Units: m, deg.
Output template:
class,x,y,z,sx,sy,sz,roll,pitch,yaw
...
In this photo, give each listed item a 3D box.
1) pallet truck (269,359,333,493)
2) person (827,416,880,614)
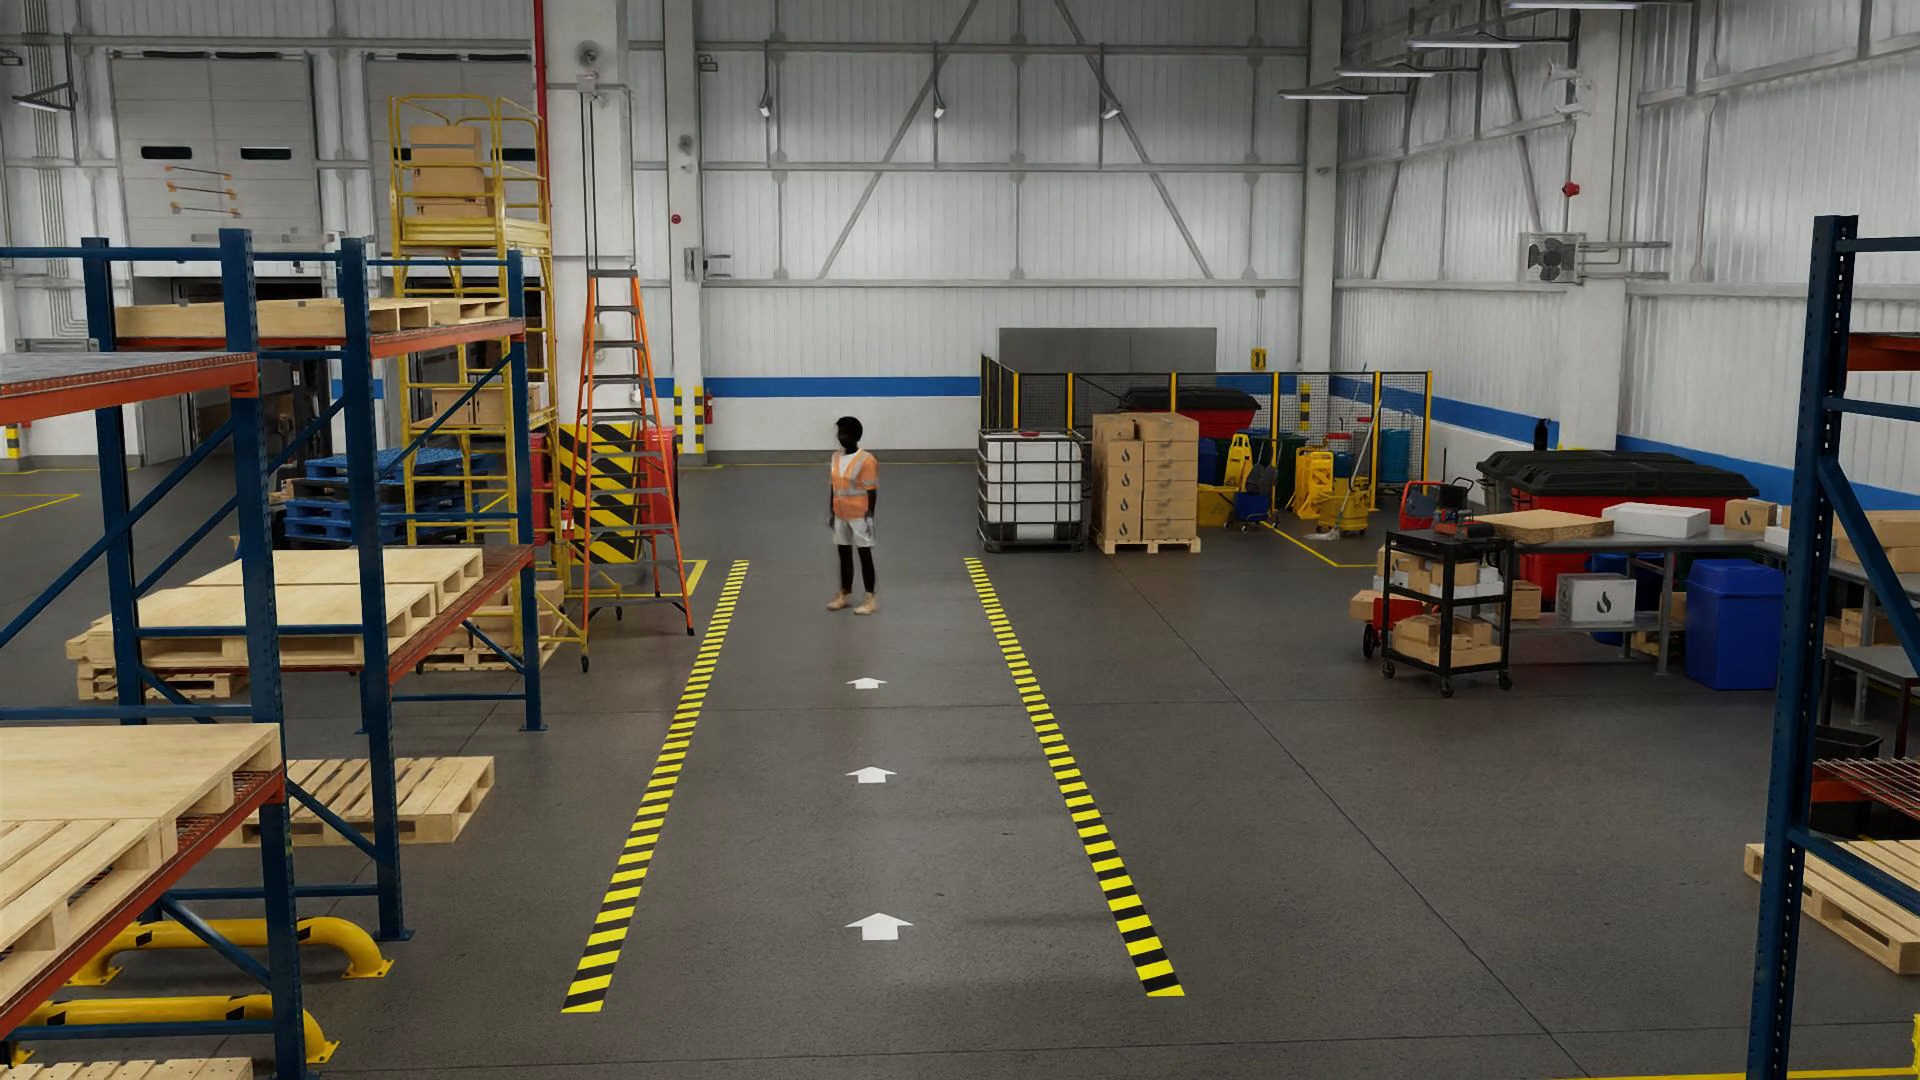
class,x,y,z,sx,sy,sz,roll,pitch,yaw
pallet truck,-7.062,-1.131,18.996,1.885,1.965,0.823,2,9,13
person,-0.918,-0.215,14.183,0.540,1.695,0.317,8,12,41
